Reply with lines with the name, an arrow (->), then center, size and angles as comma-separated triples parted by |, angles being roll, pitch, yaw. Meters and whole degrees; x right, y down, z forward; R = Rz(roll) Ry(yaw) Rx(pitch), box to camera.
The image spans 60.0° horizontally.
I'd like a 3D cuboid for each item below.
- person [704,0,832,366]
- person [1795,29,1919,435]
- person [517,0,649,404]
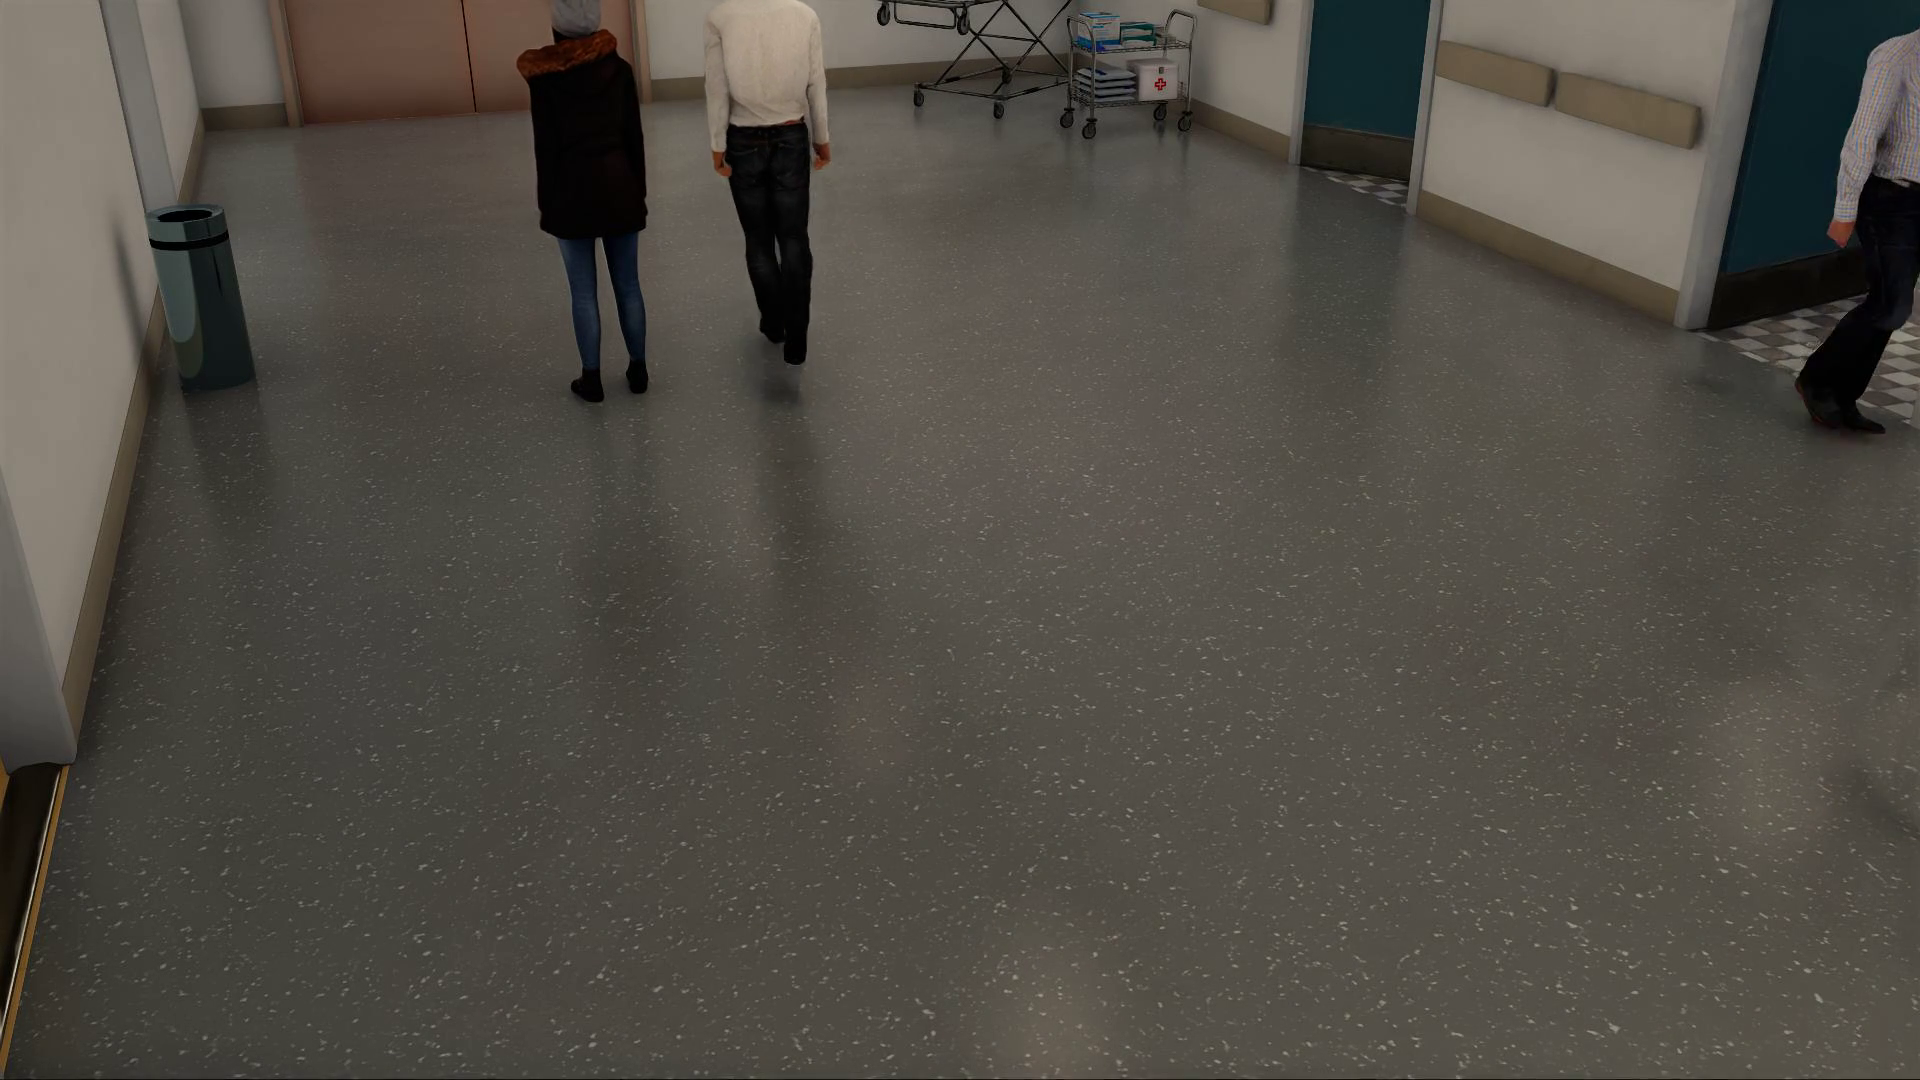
person -> -0.787, -1.596, 6.902 | 0.768, 1.786, 1.091 | -5, 26, -10
person -> 3.439, -1.274, 6.216 | 0.672, 1.803, 0.670 | -12, 28, -23
person -> -1.448, -1.357, 6.579 | 0.663, 1.636, 0.656 | -13, 29, -25
